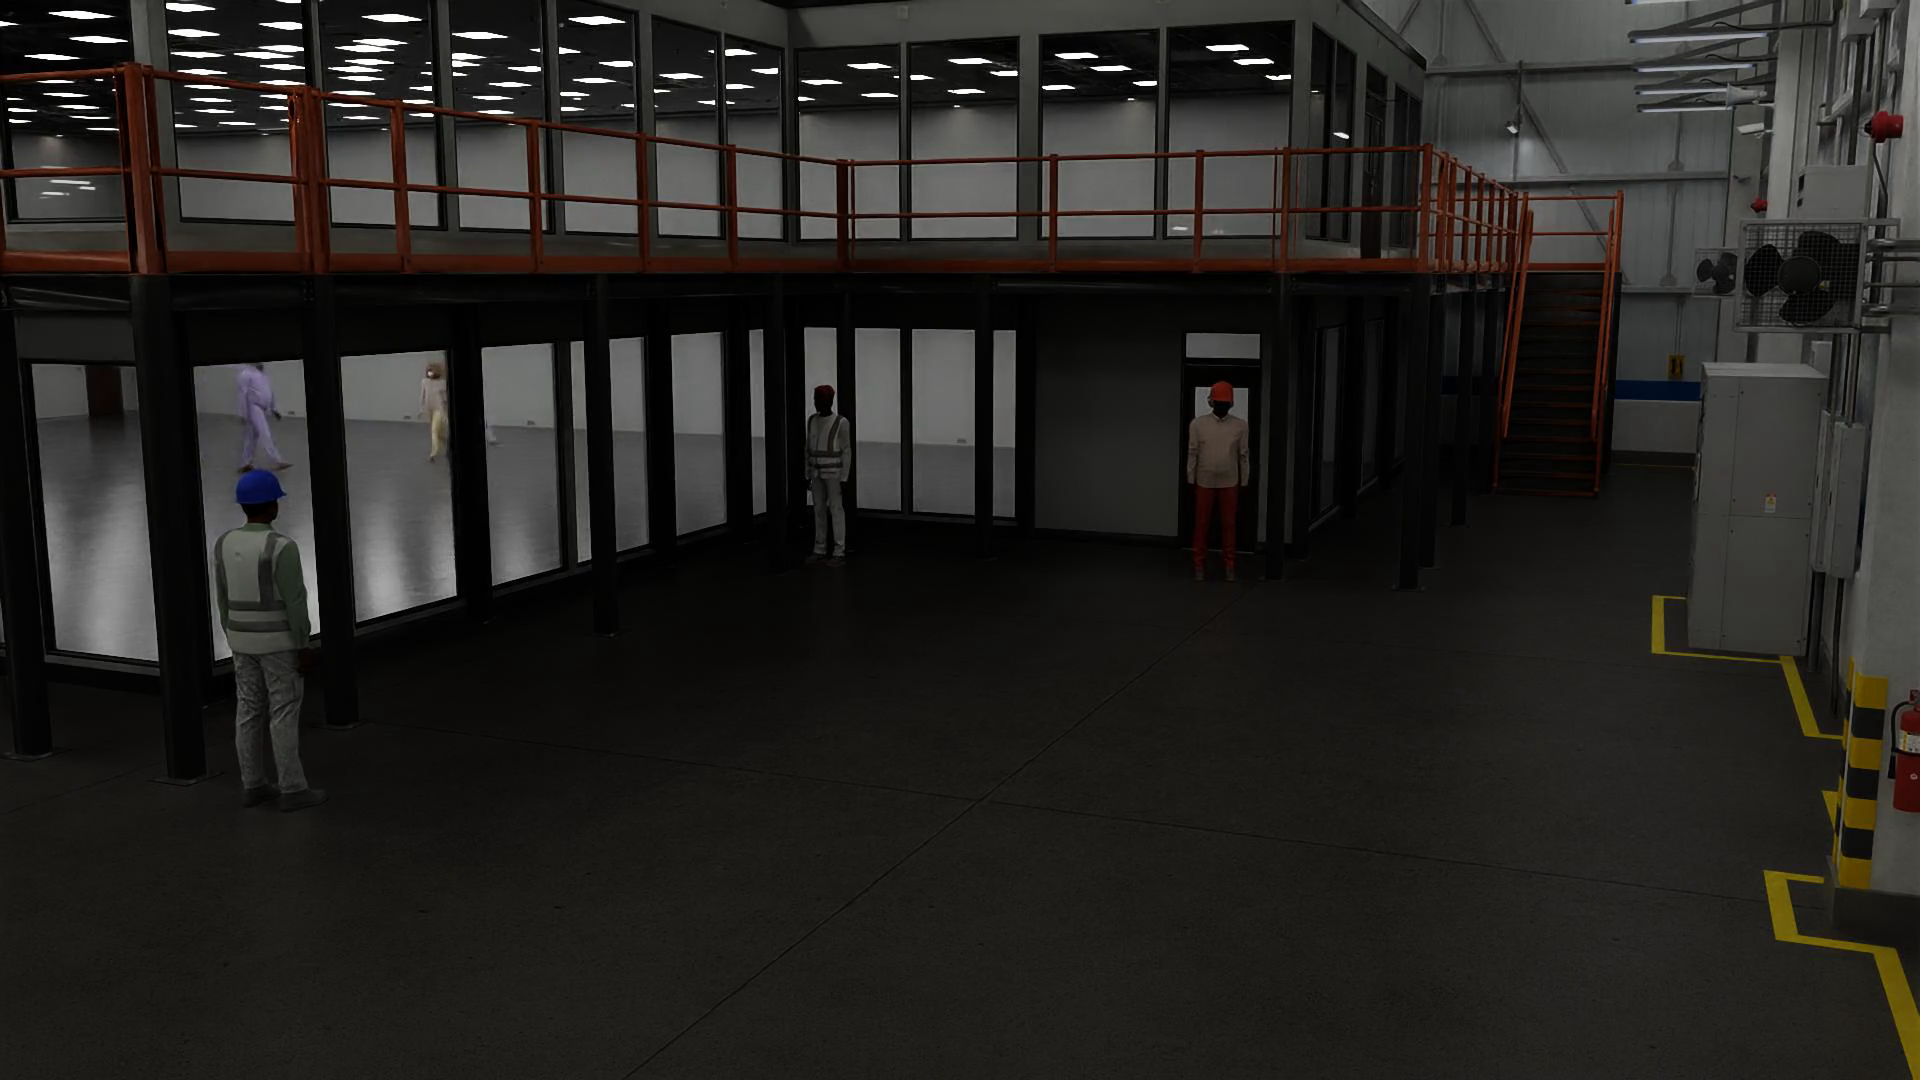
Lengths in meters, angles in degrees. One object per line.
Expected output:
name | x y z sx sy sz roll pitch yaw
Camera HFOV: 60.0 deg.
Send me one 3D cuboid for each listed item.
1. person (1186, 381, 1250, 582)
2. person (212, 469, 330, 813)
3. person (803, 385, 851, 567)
person | 2.534 -0.568 16.342 0.621 1.986 0.407 1 9 5
person | -3.914 0.572 9.402 0.607 1.951 0.380 4 10 22
person | -1.387 -0.662 17.217 0.587 1.882 0.341 7 12 37
